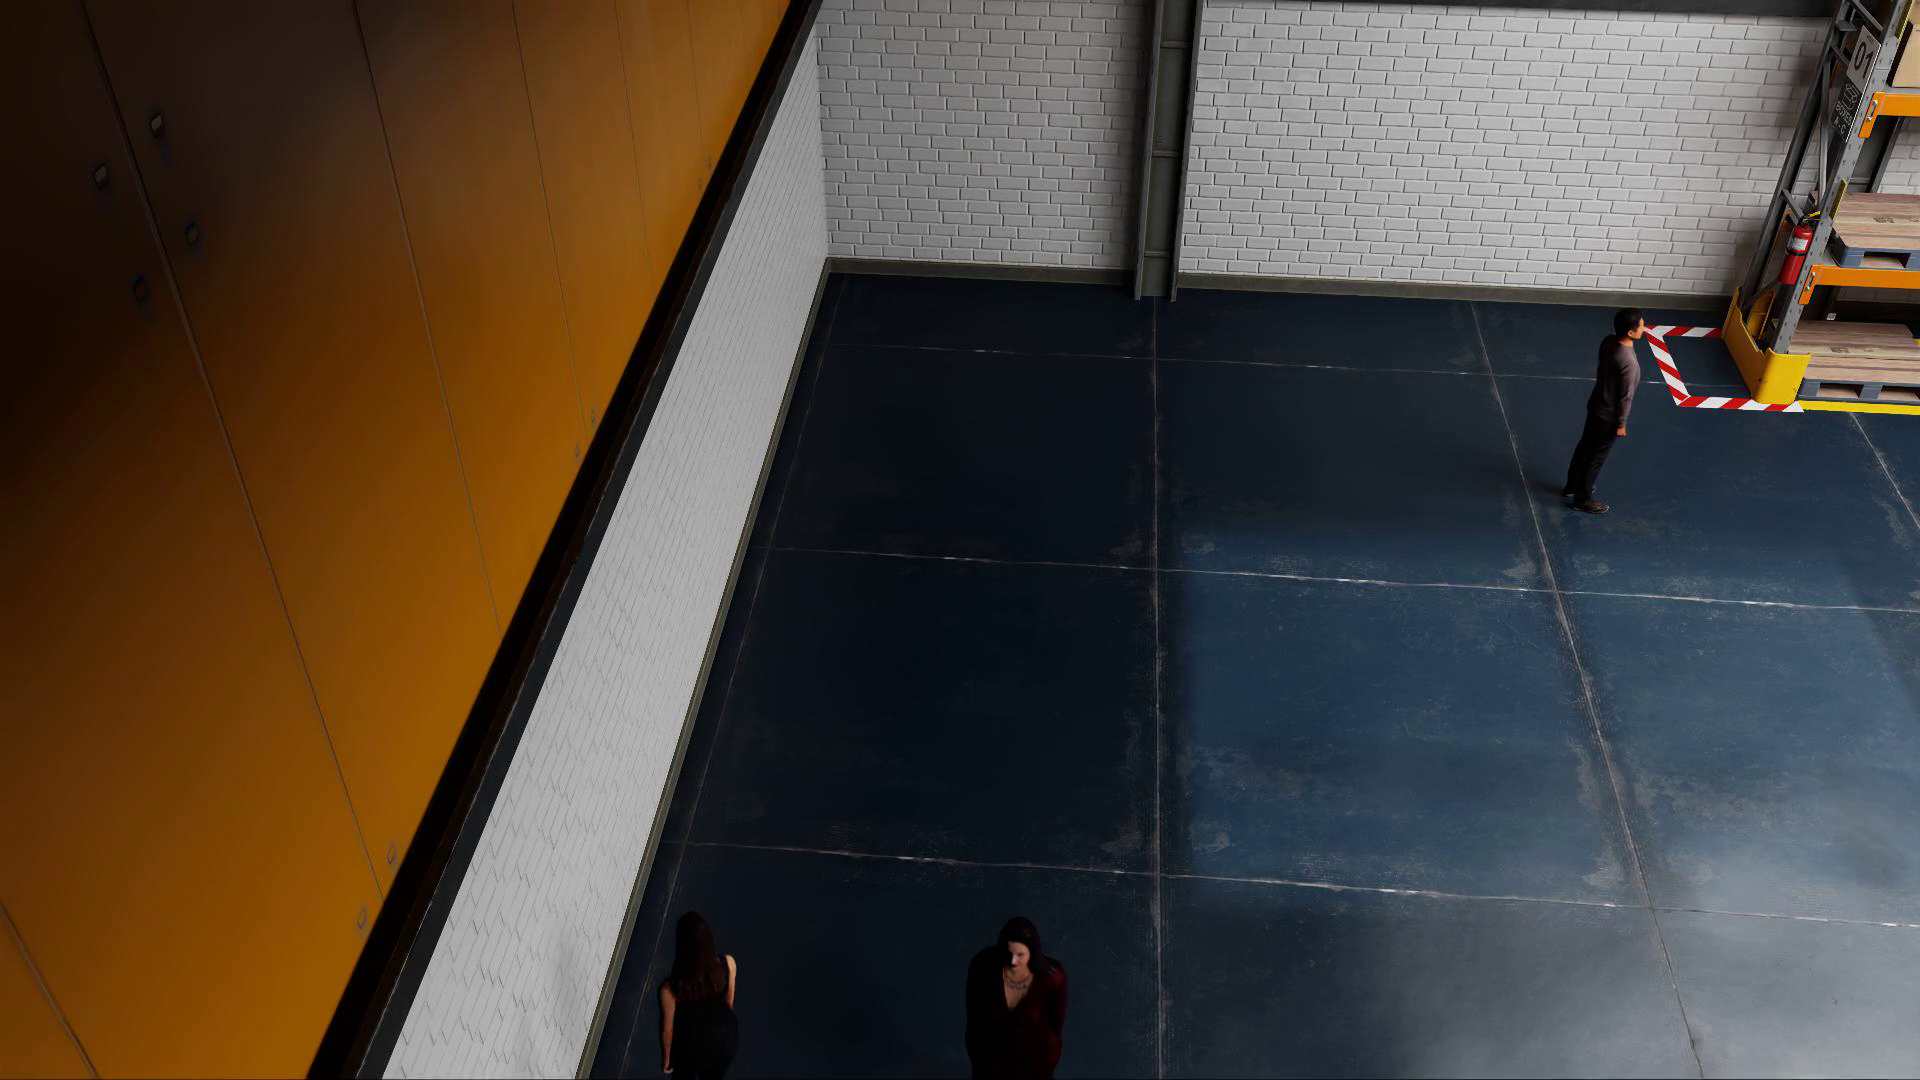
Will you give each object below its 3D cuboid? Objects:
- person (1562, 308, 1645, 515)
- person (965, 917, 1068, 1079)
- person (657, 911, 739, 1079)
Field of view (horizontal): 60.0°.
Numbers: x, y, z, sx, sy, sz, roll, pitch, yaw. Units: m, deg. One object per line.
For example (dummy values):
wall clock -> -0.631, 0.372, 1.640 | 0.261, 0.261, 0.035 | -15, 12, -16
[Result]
person -> 4.986, -1.016, 12.847 | 0.572, 1.769, 0.669 | -1, 39, -1
person -> 0.275, 2.505, 8.447 | 0.560, 1.757, 0.737 | 7, 39, 9
person -> -1.255, 2.591, 8.413 | 0.723, 1.667, 0.807 | -22, 44, -25
